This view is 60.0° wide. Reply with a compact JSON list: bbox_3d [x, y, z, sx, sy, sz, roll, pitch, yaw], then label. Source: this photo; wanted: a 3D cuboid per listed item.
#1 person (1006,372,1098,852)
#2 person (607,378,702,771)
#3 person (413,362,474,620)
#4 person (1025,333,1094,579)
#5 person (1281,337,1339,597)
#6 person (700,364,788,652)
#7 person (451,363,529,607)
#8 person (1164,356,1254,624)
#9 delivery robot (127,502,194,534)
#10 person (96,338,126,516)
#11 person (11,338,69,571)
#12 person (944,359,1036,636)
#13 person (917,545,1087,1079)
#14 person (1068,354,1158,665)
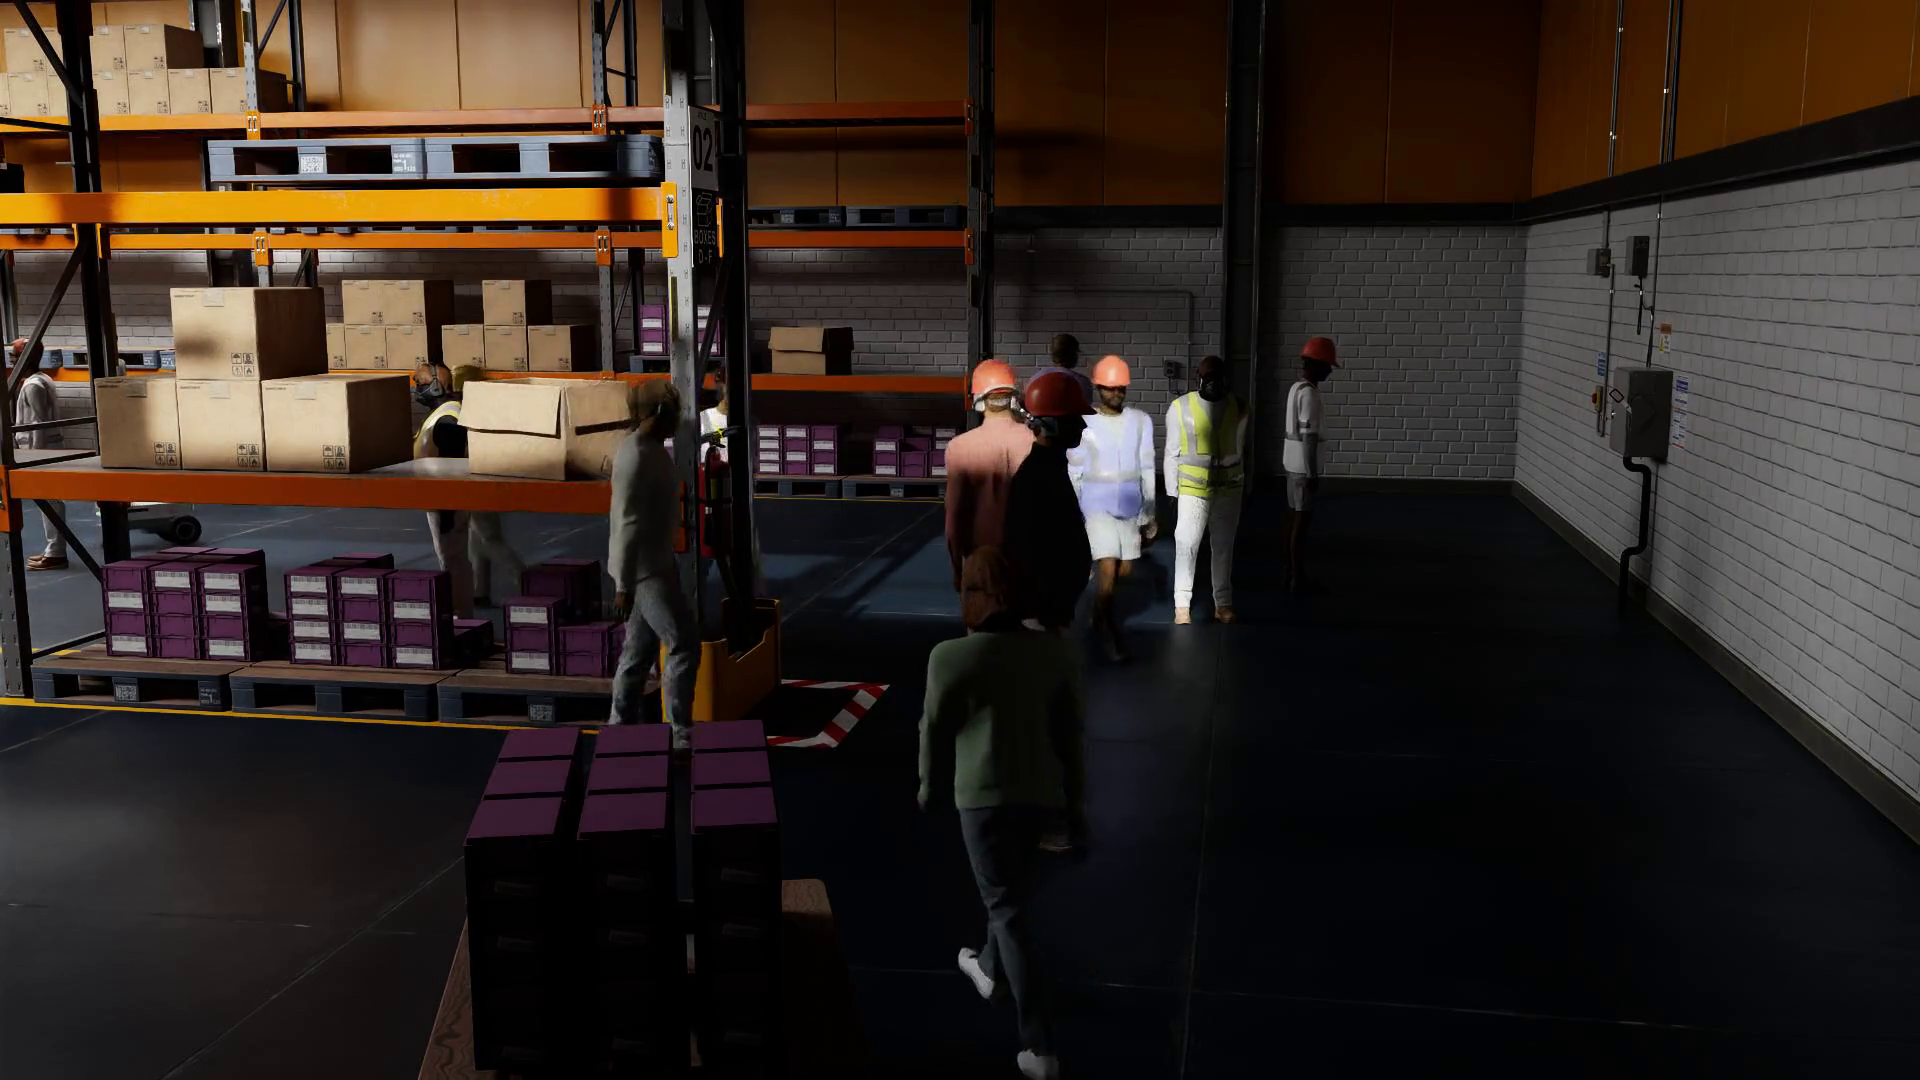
[{"bbox_3d":[0.380,0.292,7.008,0.378,1.996,0.611,1,9,4],"label":"person"},{"bbox_3d":[-1.388,0.179,8.021,0.783,1.897,0.667,-1,9,-3],"label":"person"},{"bbox_3d":[-3.334,-0.226,10.731,0.428,1.837,0.622,-4,10,-23],"label":"person"},{"bbox_3d":[0.790,-0.646,13.010,0.635,1.937,0.352,8,12,42],"label":"person"},{"bbox_3d":[2.615,-0.548,12.444,0.389,1.926,0.547,0,9,3],"label":"person"},{"bbox_3d":[-1.517,-0.209,10.651,0.581,1.839,0.977,-8,12,-40],"label":"person"},{"bbox_3d":[-3.256,-0.350,11.673,0.789,1.791,0.609,1,9,8],"label":"person"},{"bbox_3d":[1.709,-0.335,11.383,0.633,1.839,0.429,-1,9,-6],"label":"person"},{"bbox_3d":[-7.134,-0.260,14.604,0.707,0.478,0.477,-7,12,-39],"label":"delivery robot"},{"bbox_3d":[-8.417,-1.173,16.477,0.326,1.876,0.520,-1,9,-6],"label":"person"},{"bbox_3d":[-7.452,-0.693,13.472,0.358,1.883,0.572,-4,10,-22],"label":"person"},{"bbox_3d":[0.225,0.055,8.560,0.617,1.970,0.760,-2,9,-10],"label":"person"},{"bbox_3d":[0.138,0.799,5.146,0.487,1.579,0.881,-4,10,-25],"label":"person"},{"bbox_3d":[0.927,-0.225,10.494,0.556,1.909,0.865,-3,10,-15],"label":"person"}]
